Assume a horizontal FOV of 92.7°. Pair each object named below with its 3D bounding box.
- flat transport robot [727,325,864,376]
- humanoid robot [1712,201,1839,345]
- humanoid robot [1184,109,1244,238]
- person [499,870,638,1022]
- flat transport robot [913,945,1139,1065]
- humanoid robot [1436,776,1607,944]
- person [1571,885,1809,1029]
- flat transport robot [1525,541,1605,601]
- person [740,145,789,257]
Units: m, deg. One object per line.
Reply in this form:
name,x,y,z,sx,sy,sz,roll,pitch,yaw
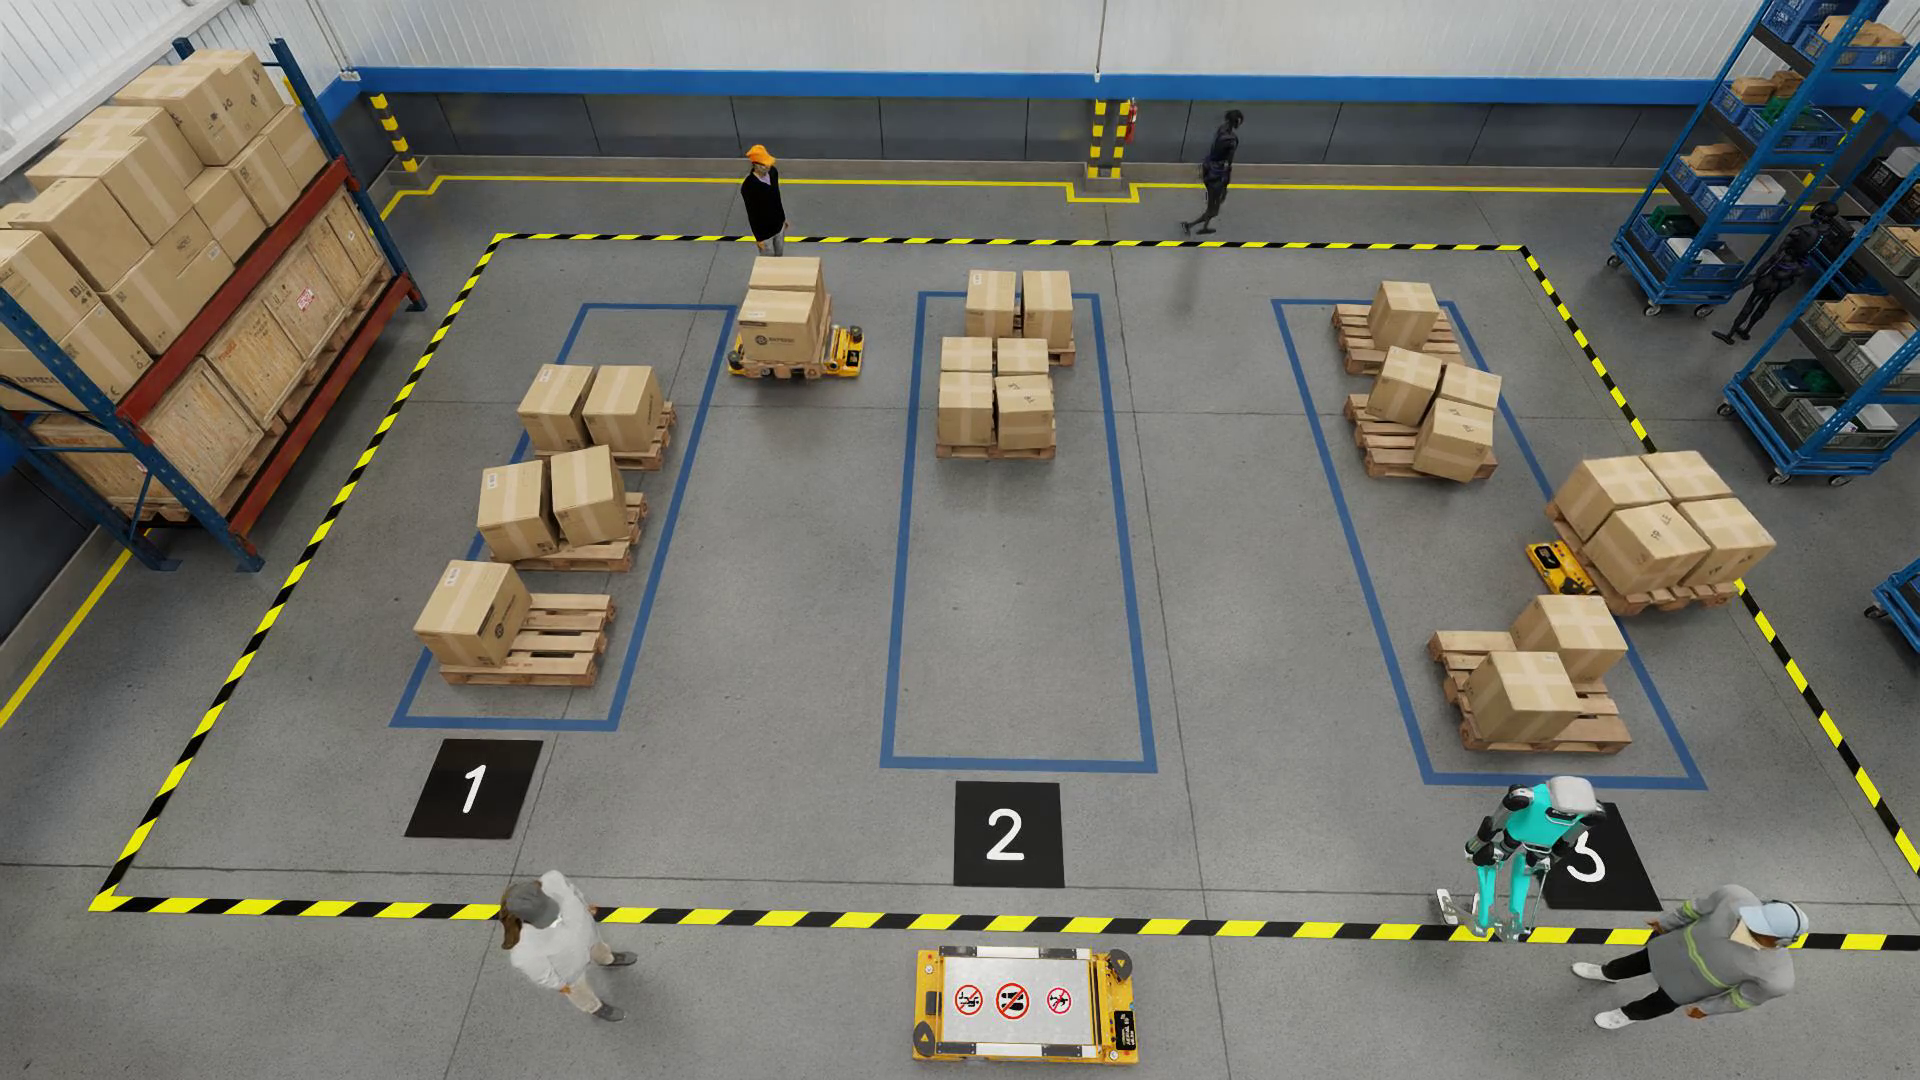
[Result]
flat transport robot,-1.817,-2.121,10.197,1.431,0.197,0.652,1,51,1
humanoid robot,8.840,-2.880,9.915,0.599,1.657,0.315,-11,52,-9
humanoid robot,3.076,-4.474,11.231,0.475,1.641,0.615,-8,51,-6
person,-2.359,2.440,5.531,0.402,1.763,0.564,3,51,2
flat transport robot,0.422,3.041,6.007,1.431,0.231,0.659,1,51,1
humanoid robot,3.474,2.121,5.720,0.533,1.681,0.735,10,52,8
person,4.310,2.505,5.422,0.399,1.852,0.589,0,51,0
flat transport robot,5.991,0.212,8.295,1.431,0.197,0.652,-6,51,-5
person,-2.142,-3.530,10.322,0.362,1.885,0.585,20,54,15
